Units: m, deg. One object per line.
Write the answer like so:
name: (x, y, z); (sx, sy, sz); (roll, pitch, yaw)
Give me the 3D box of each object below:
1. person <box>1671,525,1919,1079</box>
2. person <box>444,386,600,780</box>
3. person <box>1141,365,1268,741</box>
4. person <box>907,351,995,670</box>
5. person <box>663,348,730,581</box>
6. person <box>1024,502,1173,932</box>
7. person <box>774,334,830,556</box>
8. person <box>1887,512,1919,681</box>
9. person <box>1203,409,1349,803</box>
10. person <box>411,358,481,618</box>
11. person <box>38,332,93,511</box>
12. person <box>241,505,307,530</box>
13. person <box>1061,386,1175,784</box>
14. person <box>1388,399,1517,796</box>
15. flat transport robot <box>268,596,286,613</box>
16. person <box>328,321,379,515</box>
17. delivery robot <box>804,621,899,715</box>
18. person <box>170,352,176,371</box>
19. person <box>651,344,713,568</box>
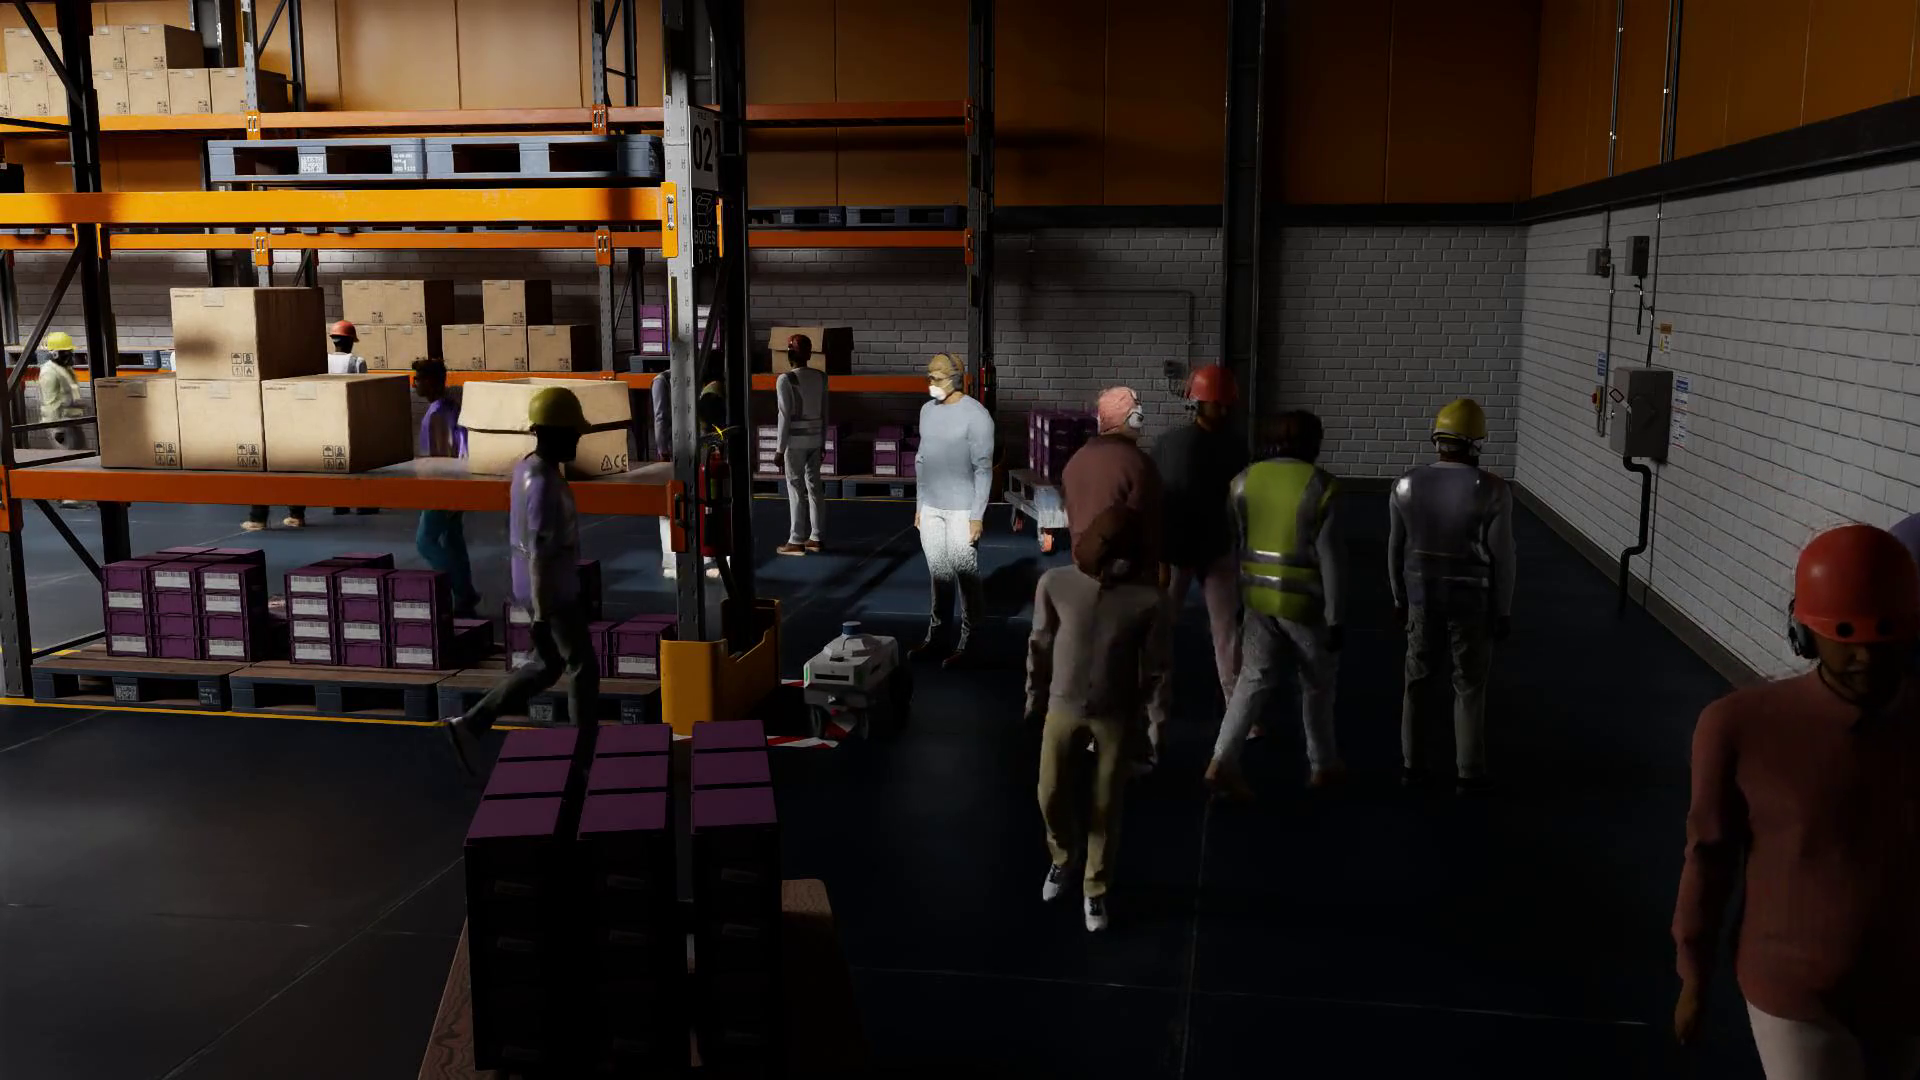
person: (1.856, 0.904, 3.449); (0.711, 1.932, 1.046); (2, 9, 10)
person: (-1.967, 0.226, 7.740); (0.792, 1.892, 0.585); (-4, 10, -21)
person: (1.227, 0.050, 8.723); (0.663, 1.942, 1.060); (-4, 10, -25)
person: (-0.058, -0.181, 10.143); (0.372, 1.934, 0.627); (-8, 12, -41)
person: (-2.042, -0.589, 13.030); (0.691, 1.822, 0.634); (1, 9, 9)
person: (0.505, 0.636, 6.062); (0.544, 1.601, 0.526); (2, 9, 11)
person: (-1.354, -0.809, 14.191); (0.349, 1.882, 0.584); (7, 12, 39)
person: (3.324, 0.579, 5.491); (0.651, 1.913, 0.410); (-1, 9, -6)
person: (1.466, 0.303, 7.594); (0.646, 1.797, 0.898); (8, 12, 41)
person: (-3.555, -0.344, 11.496); (0.447, 1.826, 0.581); (-1, 9, -7)
person: (-9.013, -1.183, 16.720); (0.443, 1.813, 0.611); (-2, 9, -11)
person: (-6.483, -1.109, 15.562); (0.536, 2.000, 0.688); (6, 11, 32)
person: (0.764, 0.223, 7.808); (0.412, 1.876, 0.705); (-5, 11, -29)
person: (2.277, 0.264, 7.689); (0.594, 1.832, 0.404); (7, 12, 37)
flat transport robot: (-4.162, 0.527, 10.890); (1.431, 0.197, 0.652); (2, 9, 13)
person: (-6.084, -1.201, 16.494); (0.544, 1.927, 0.384); (1, 9, 8)
delivery robot: (-0.570, 0.674, 8.806); (0.477, 0.478, 0.707); (2, 9, 14)
person: (-8.379, -1.468, 18.278); (0.355, 1.885, 0.576); (6, 11, 32)
person: (-2.253, -0.744, 13.584); (0.397, 1.946, 0.617); (5, 10, 27)
